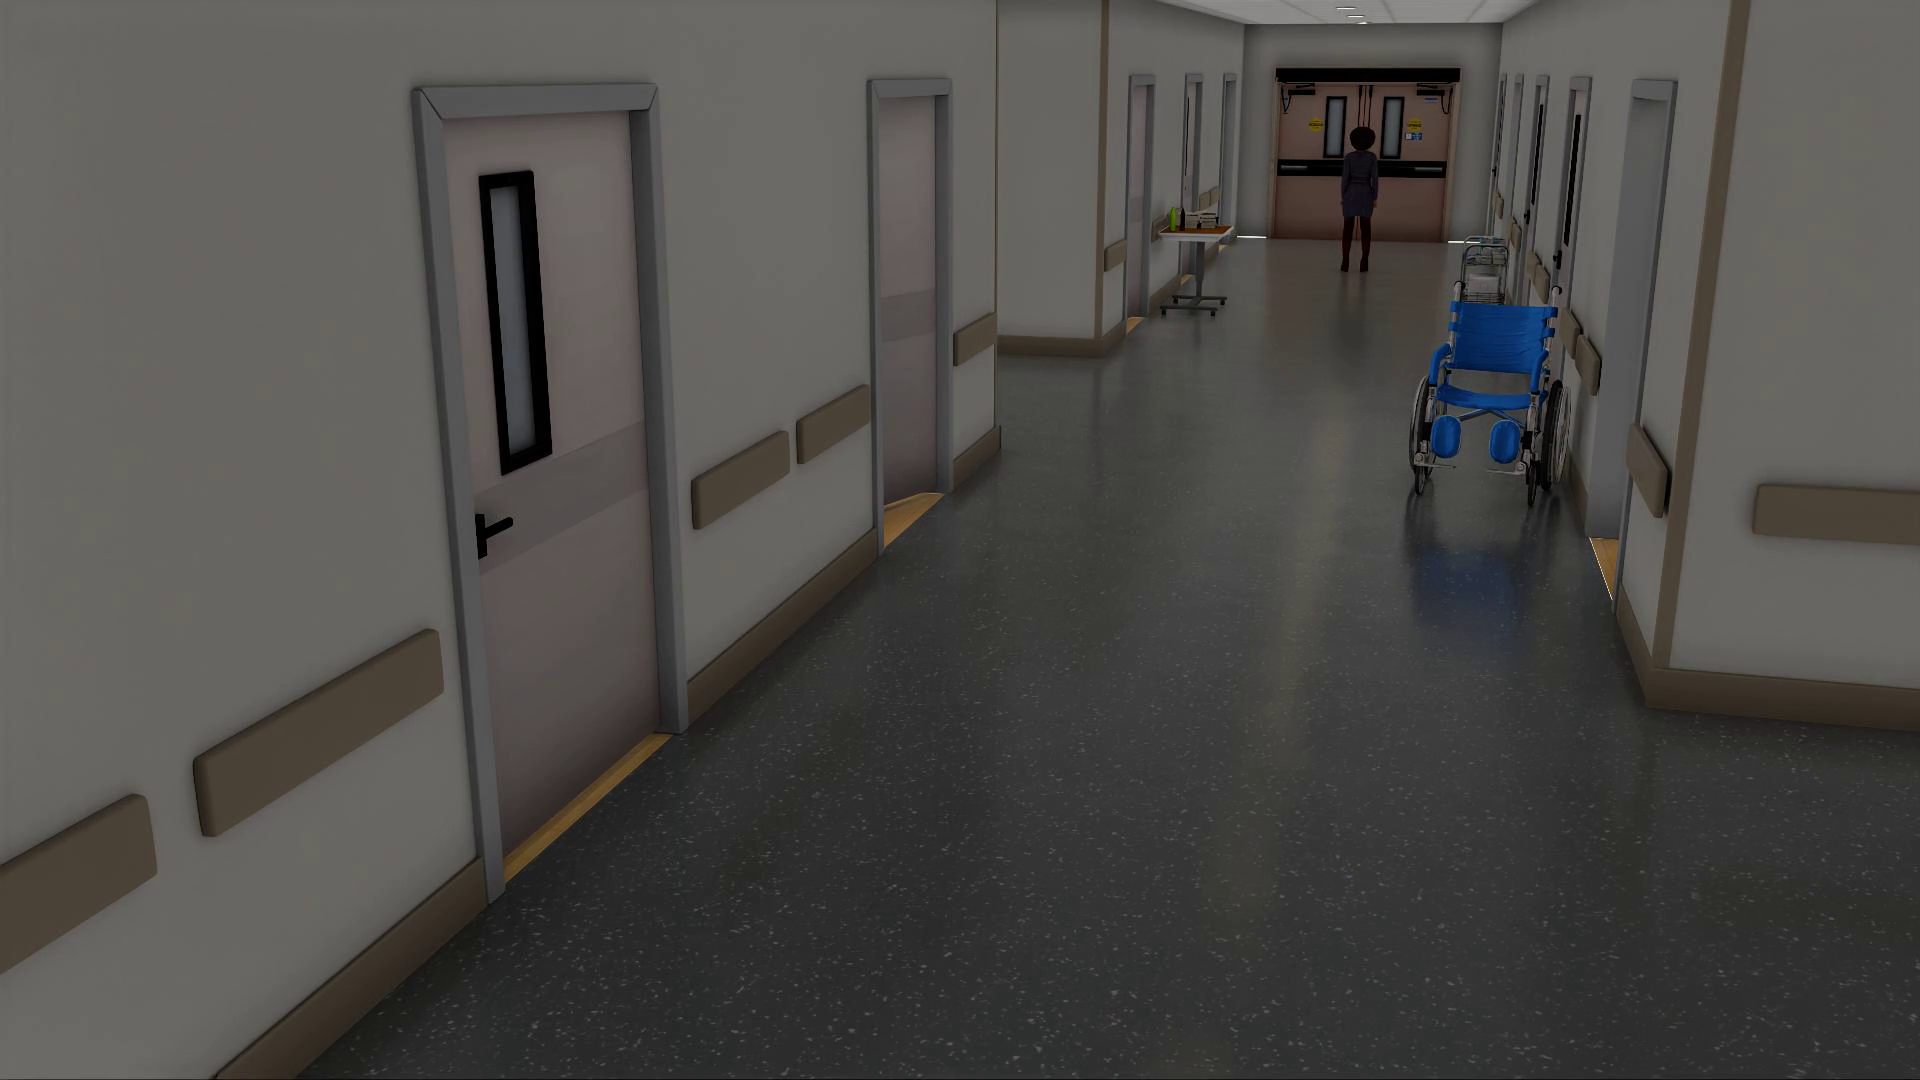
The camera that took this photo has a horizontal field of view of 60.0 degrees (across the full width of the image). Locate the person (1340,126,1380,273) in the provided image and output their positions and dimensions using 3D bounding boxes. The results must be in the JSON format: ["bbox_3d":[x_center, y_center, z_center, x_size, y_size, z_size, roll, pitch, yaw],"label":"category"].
[{"bbox_3d":[4.799,-4.102,20.027,0.587,1.710,0.504,4,16,13],"label":"person"}]
